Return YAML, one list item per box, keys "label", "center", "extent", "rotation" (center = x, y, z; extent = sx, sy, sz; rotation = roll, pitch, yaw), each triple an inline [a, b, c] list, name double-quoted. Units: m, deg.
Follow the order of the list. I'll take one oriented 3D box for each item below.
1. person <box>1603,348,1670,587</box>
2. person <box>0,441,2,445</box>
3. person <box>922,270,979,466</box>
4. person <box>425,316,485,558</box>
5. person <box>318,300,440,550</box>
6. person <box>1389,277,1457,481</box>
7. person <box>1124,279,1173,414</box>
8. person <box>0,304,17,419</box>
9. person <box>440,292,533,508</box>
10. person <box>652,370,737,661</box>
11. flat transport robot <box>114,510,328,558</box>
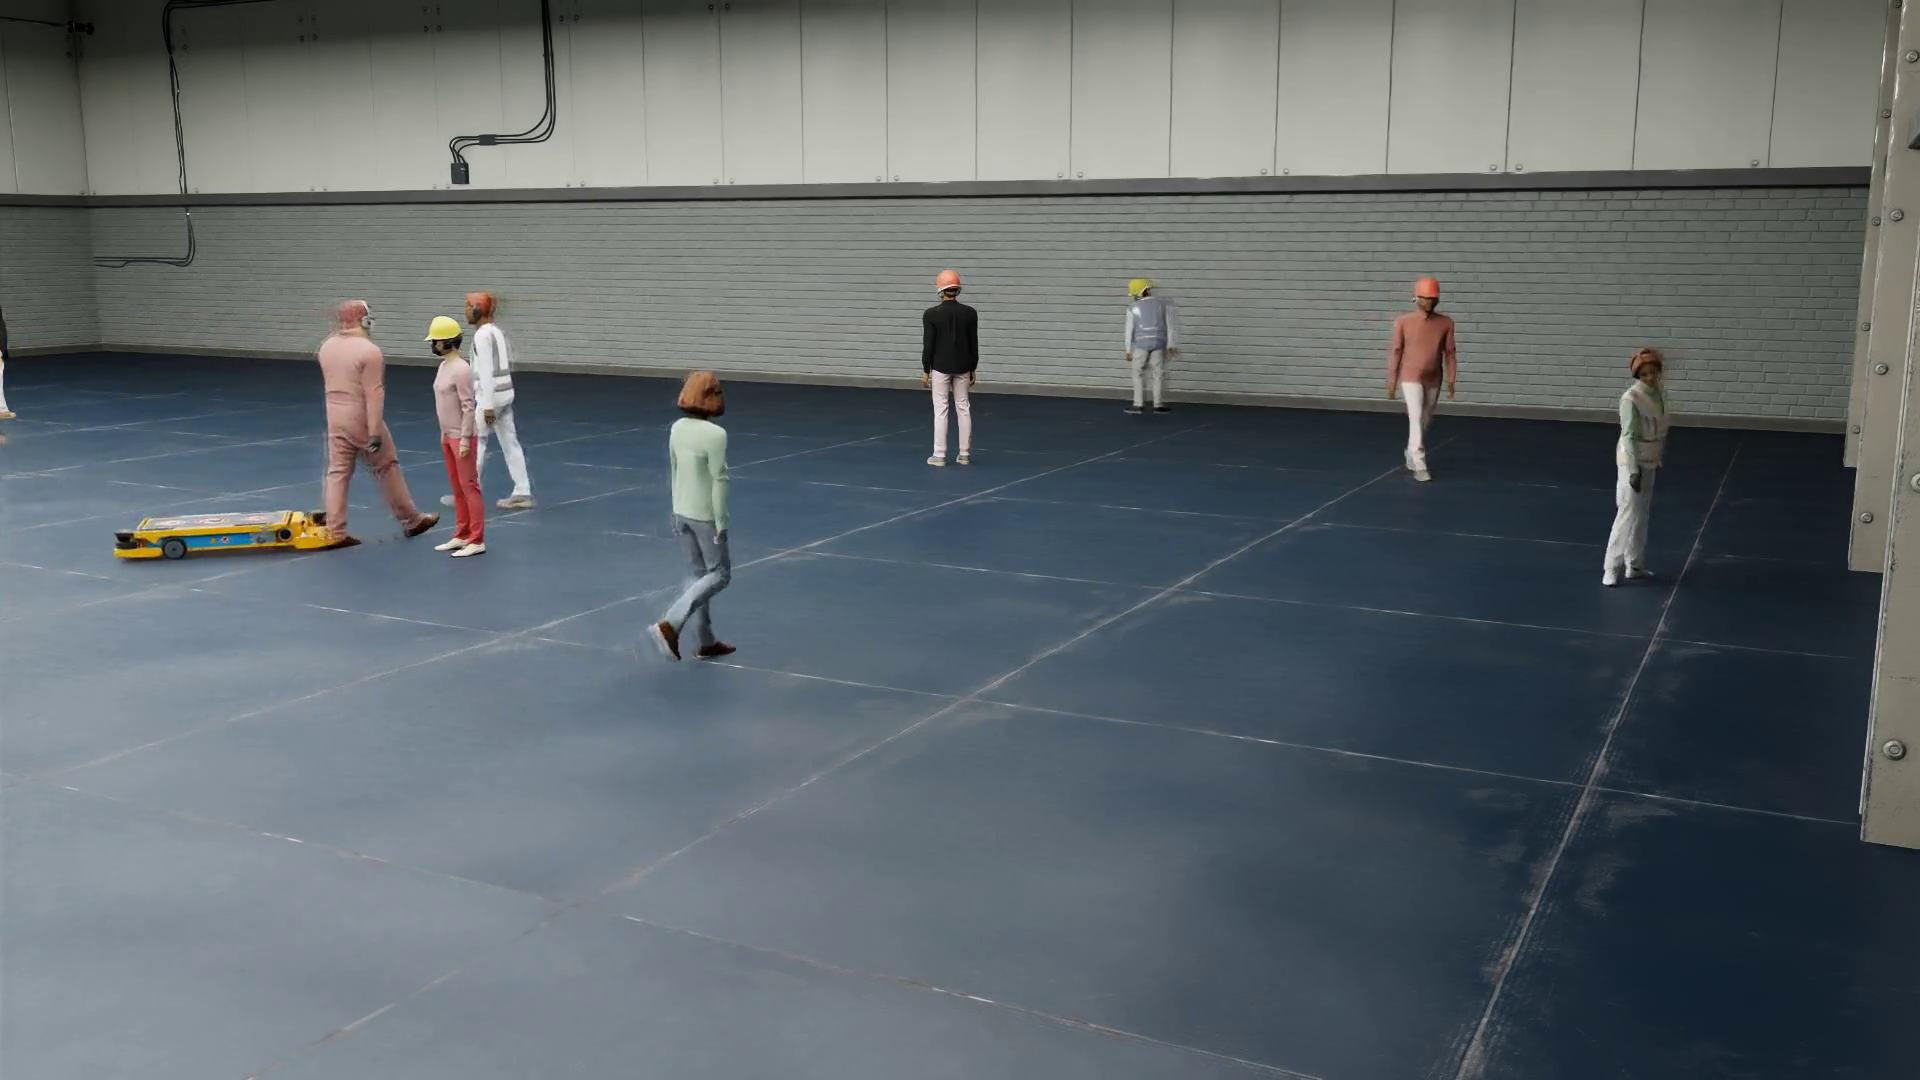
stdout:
- label: "person"
  center: [4.600, -0.494, 11.213]
  extent: [0.326, 1.612, 0.618]
  rotation: [10, 14, 44]
- label: "person"
  center: [-11.019, -1.791, 18.171]
  extent: [0.890, 1.652, 0.538]
  rotation: [-6, 12, -32]
- label: "person"
  center: [-0.105, -1.753, 17.021]
  extent: [0.612, 1.997, 0.375]
  rotation: [-4, 11, -23]
- label: "person"
  center: [-3.711, -0.755, 12.217]
  extent: [0.329, 1.765, 0.526]
  rotation: [-7, 13, -34]
- label: "person"
  center: [-4.496, -0.892, 12.711]
  extent: [0.647, 1.854, 0.981]
  rotation: [5, 12, 25]
- label: "person"
  center: [4.516, -1.595, 16.301]
  extent: [0.625, 1.956, 1.007]
  rotation: [-1, 10, -4]
- label: "person"
  center: [2.508, -2.541, 21.932]
  extent: [0.679, 1.782, 0.406]
  rotation: [-1, 10, -8]
- label: "person"
  center: [-12.469, -2.457, 21.278]
  extent: [0.627, 1.846, 0.429]
  rotation: [1, 10, 3]
- label: "person"
  center: [-4.106, -1.179, 14.264]
  extent: [0.865, 1.854, 0.622]
  rotation: [0, 10, 0]
- label: "person"
  center: [-1.469, -0.113, 9.105]
  extent: [0.529, 1.622, 0.506]
  rotation: [-9, 14, -42]
- label: "flat transport robot"
  center: [-5.517, -0.056, 12.481]
  extent: [1.431, 0.197, 0.652]
  rotation: [-4, 11, -19]
